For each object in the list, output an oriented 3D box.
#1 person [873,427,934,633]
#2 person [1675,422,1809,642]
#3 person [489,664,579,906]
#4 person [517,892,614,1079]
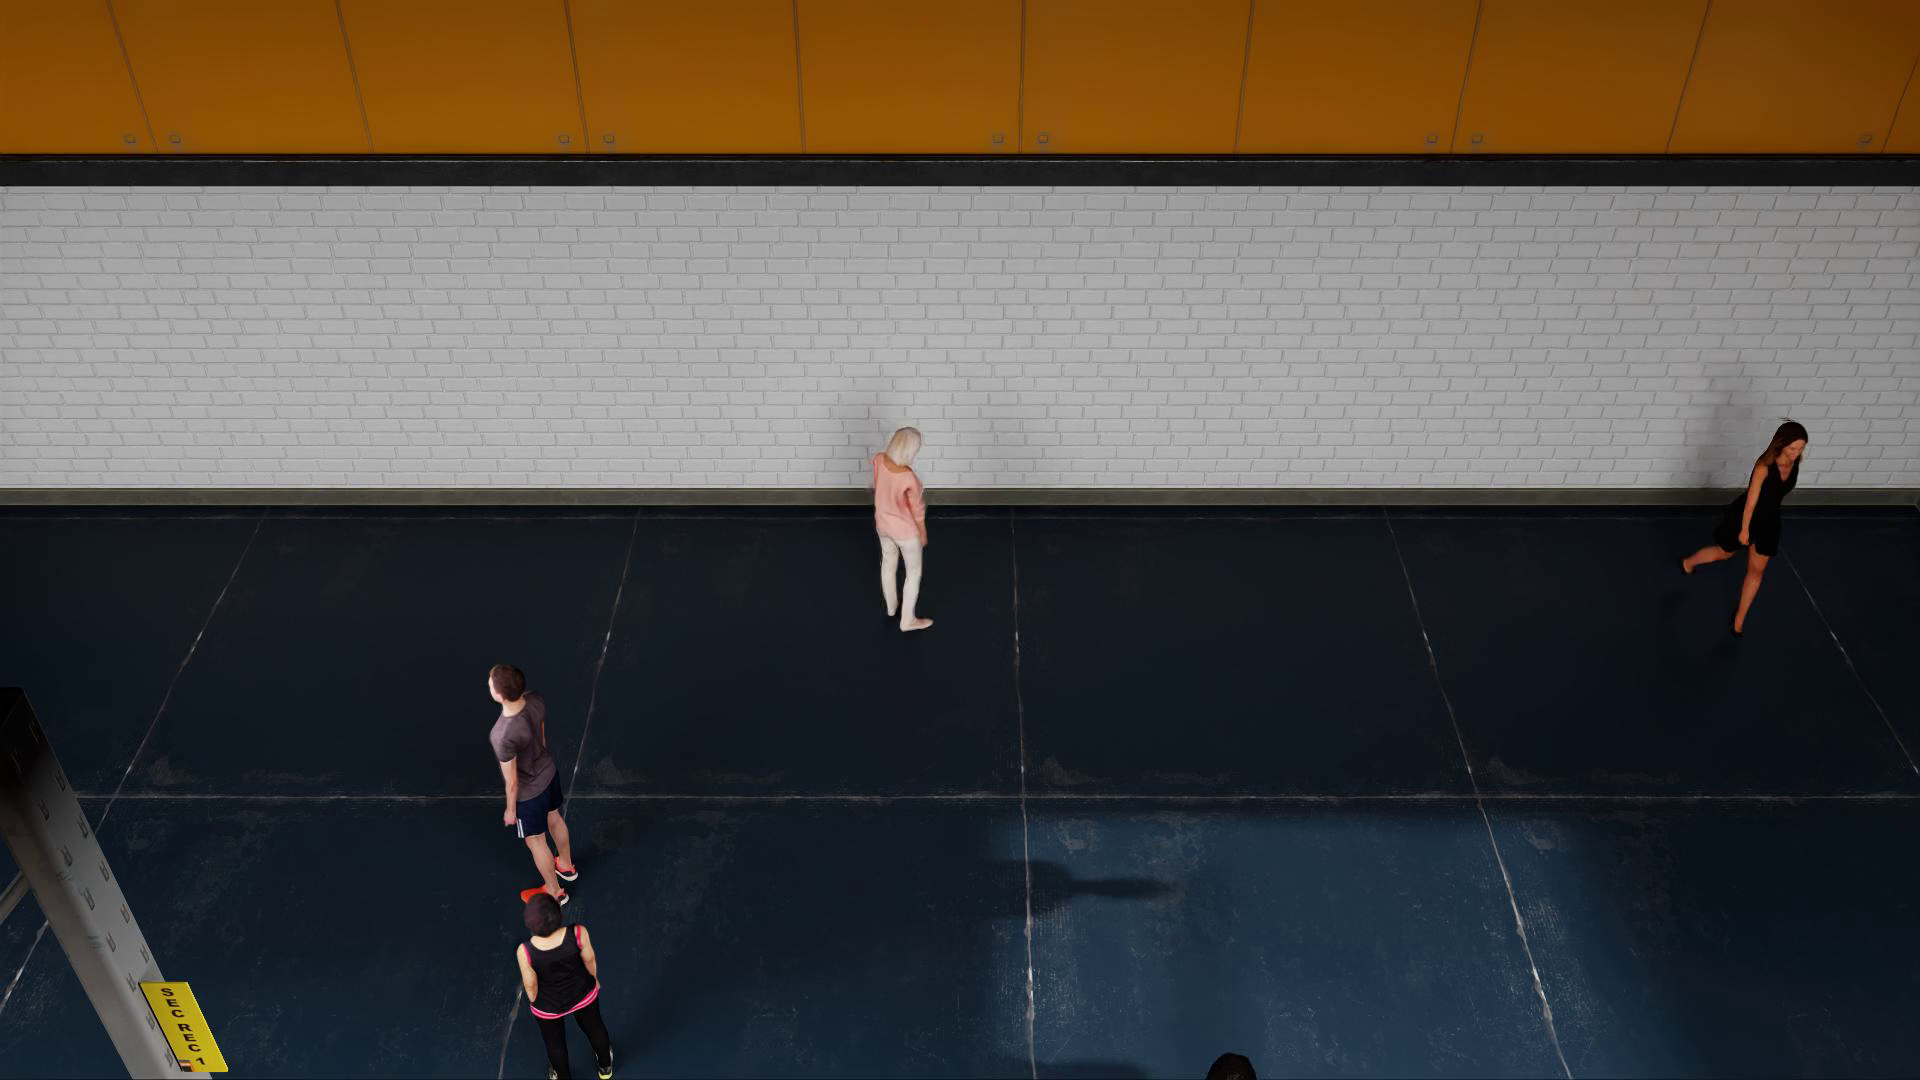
[{"bbox_3d":[-0.454,-0.125,11.870,0.718,1.712,0.759,19,43,23],"label":"person"},{"bbox_3d":[5.577,-0.153,11.840,0.752,1.791,1.076,-14,41,-17],"label":"person"},{"bbox_3d":[-2.523,1.437,9.800,0.751,1.853,0.565,8,39,10],"label":"person"},{"bbox_3d":[-2.110,2.397,8.841,0.615,1.549,0.634,-18,42,-21],"label":"person"}]
